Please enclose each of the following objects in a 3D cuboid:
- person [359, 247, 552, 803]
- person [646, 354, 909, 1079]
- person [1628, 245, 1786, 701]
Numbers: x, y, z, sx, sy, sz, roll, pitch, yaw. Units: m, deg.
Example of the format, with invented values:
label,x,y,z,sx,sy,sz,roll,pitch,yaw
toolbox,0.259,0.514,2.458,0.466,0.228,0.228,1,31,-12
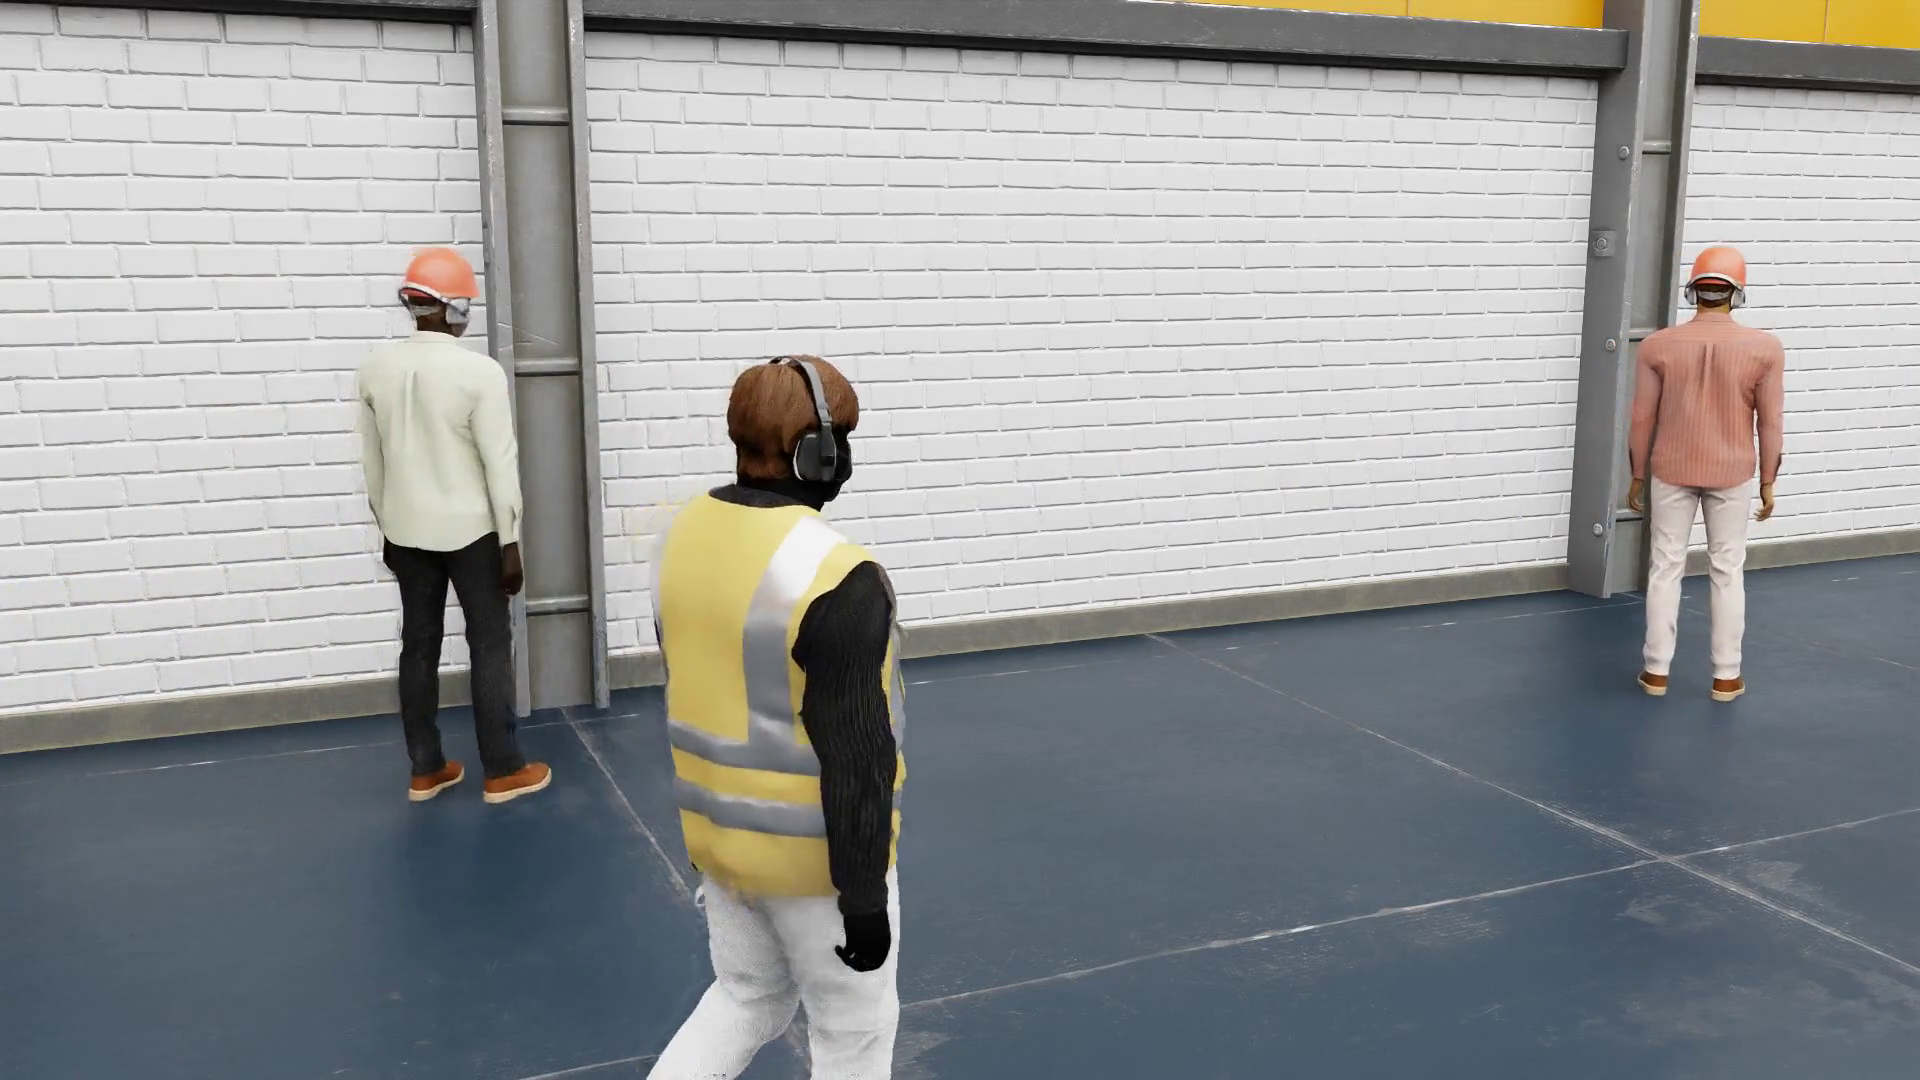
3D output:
label,x,y,z,sx,sy,sz,roll,pitch,yaw
person,-1.829,-0.039,5.972,0.640,1.989,0.439,3,11,17
person,-0.374,0.568,3.084,0.716,1.822,0.636,-9,14,-41
person,3.277,-0.292,7.336,0.622,1.992,0.396,5,11,24
